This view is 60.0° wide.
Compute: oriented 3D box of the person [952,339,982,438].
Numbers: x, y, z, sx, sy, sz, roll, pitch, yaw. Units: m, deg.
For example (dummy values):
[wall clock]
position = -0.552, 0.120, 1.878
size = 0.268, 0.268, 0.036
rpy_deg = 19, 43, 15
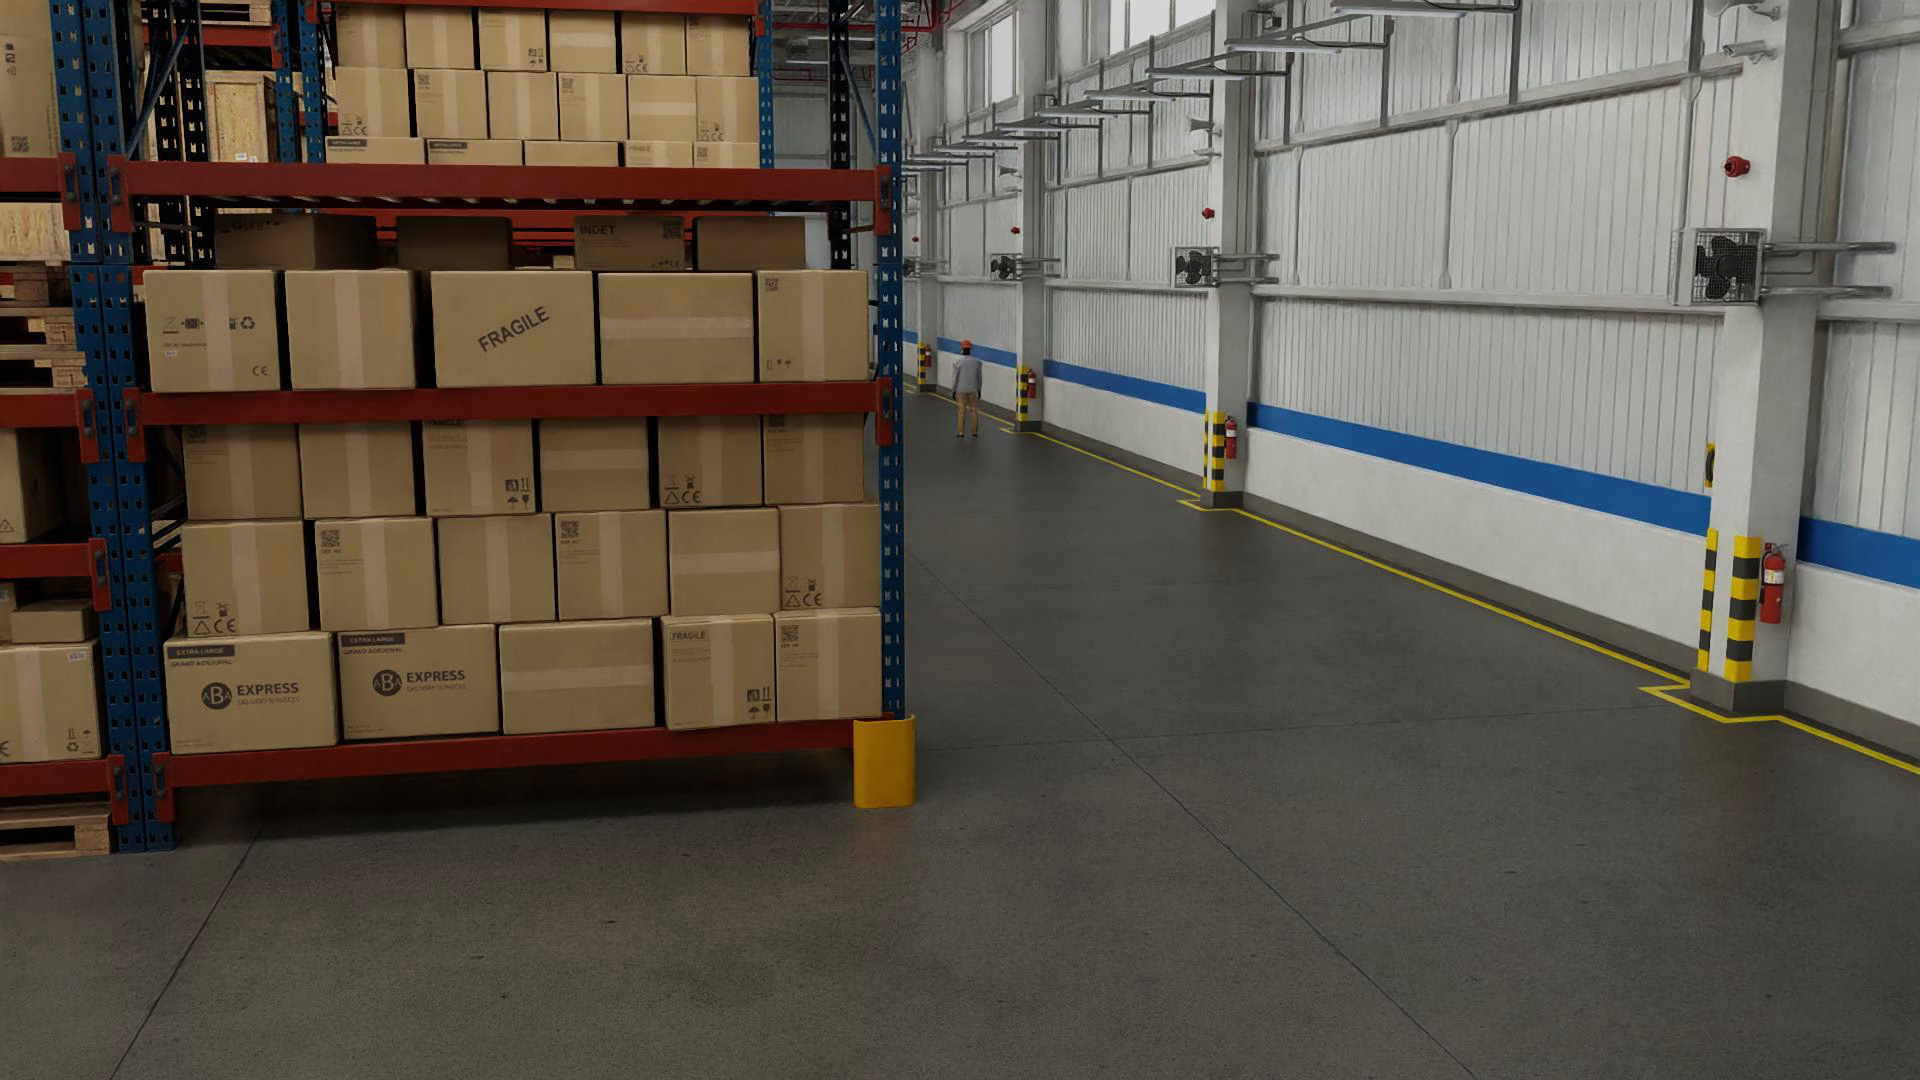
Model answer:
[person]
position = 0.124, -2.685, 29.580
size = 0.563, 1.755, 0.320
rpy_deg = -2, 10, -15
